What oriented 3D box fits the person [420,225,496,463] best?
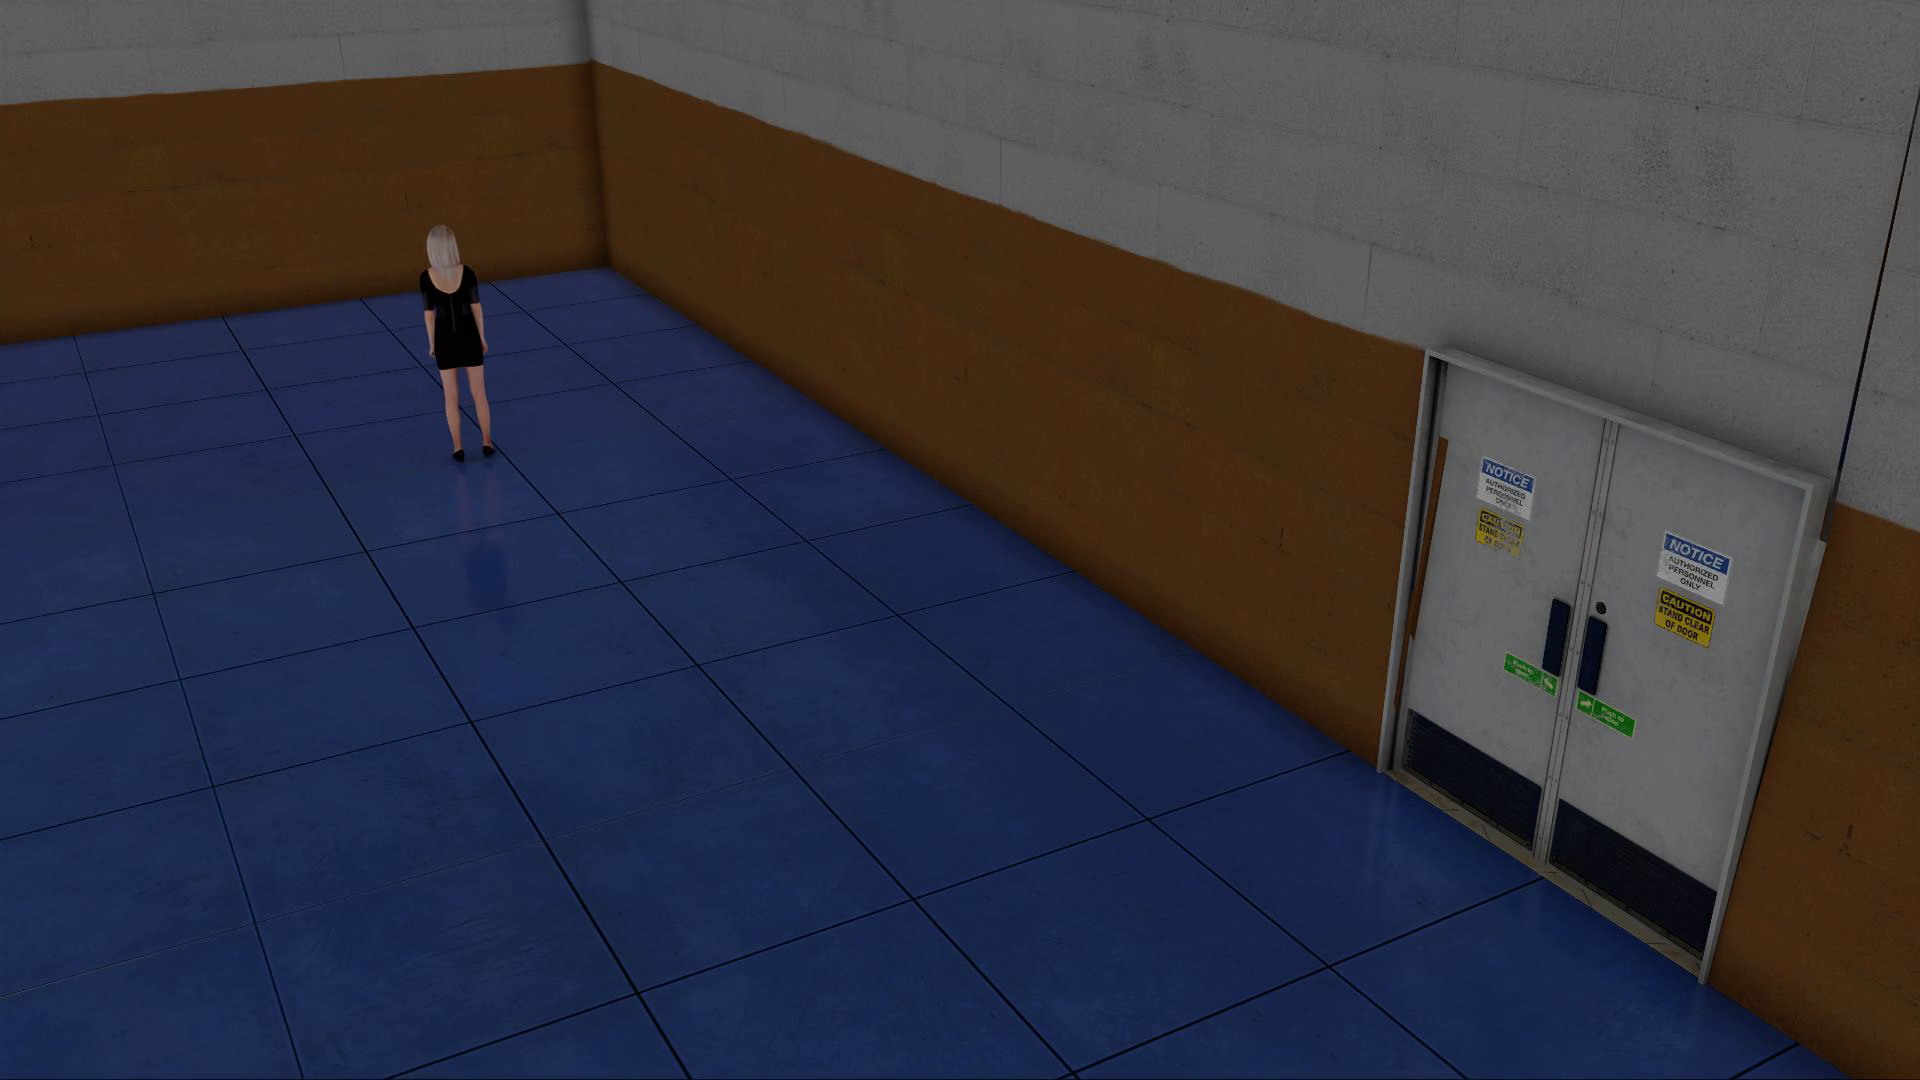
[{"bbox_3d":[-3.805,-1.485,12.592,0.500,1.829,0.681,-7,25,-17],"label":"person"}]
